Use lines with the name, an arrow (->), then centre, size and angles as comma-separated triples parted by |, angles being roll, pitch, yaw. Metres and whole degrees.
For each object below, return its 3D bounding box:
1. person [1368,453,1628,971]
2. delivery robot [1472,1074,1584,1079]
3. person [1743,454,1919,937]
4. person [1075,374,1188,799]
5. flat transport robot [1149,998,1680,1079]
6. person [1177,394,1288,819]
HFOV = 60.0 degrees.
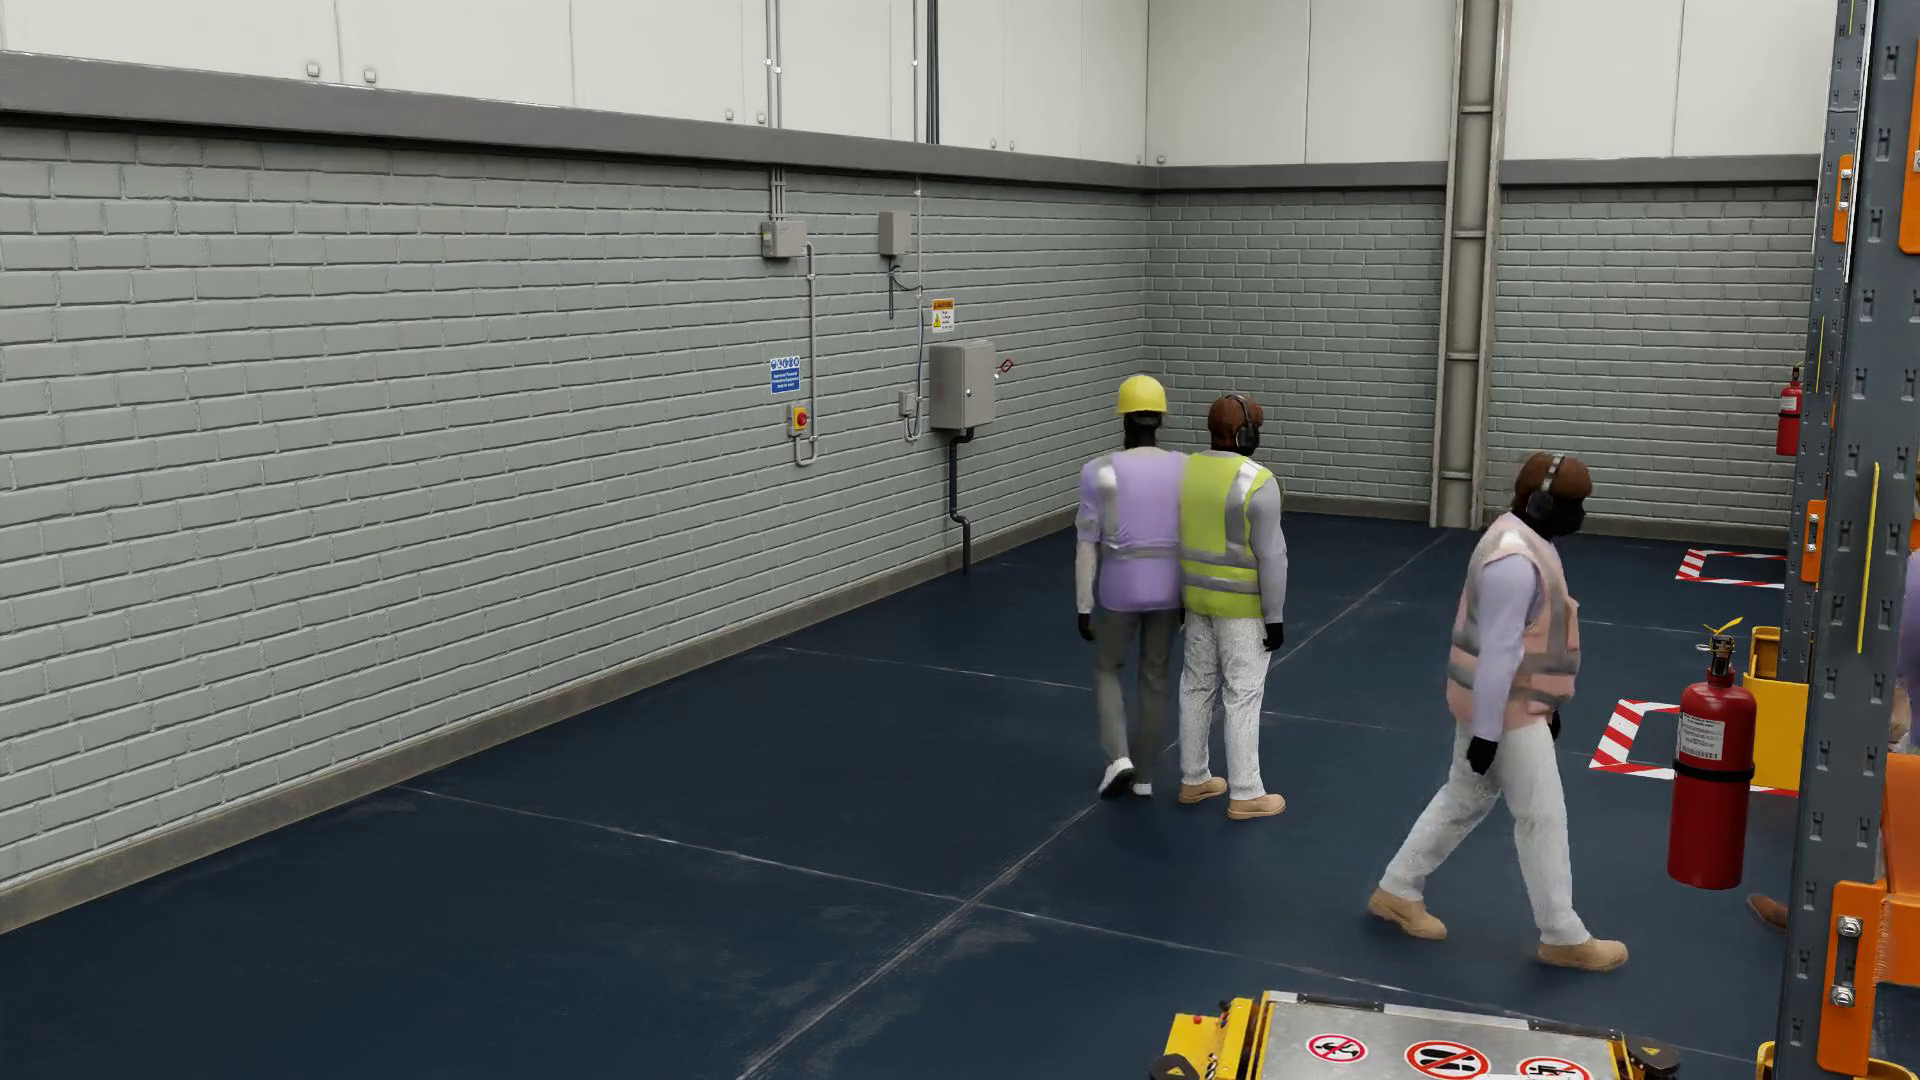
person -> 1.874, 0.576, 5.794 | 0.860, 1.796, 0.648 | 3, 11, 17
delivery robot -> 1.407, 1.503, 3.848 | 0.477, 0.478, 0.707 | 0, 10, 3
person -> 3.106, 0.609, 5.353 | 0.644, 1.877, 1.041 | -10, 14, -43
person -> 0.796, 0.231, 7.344 | 0.603, 1.906, 0.458 | -1, 10, -6
flat transport robot -> 1.277, 1.542, 4.667 | 1.431, 0.197, 0.652 | 3, 11, 15
person -> 1.174, 0.286, 7.231 | 0.429, 1.844, 0.626 | -8, 13, -39
